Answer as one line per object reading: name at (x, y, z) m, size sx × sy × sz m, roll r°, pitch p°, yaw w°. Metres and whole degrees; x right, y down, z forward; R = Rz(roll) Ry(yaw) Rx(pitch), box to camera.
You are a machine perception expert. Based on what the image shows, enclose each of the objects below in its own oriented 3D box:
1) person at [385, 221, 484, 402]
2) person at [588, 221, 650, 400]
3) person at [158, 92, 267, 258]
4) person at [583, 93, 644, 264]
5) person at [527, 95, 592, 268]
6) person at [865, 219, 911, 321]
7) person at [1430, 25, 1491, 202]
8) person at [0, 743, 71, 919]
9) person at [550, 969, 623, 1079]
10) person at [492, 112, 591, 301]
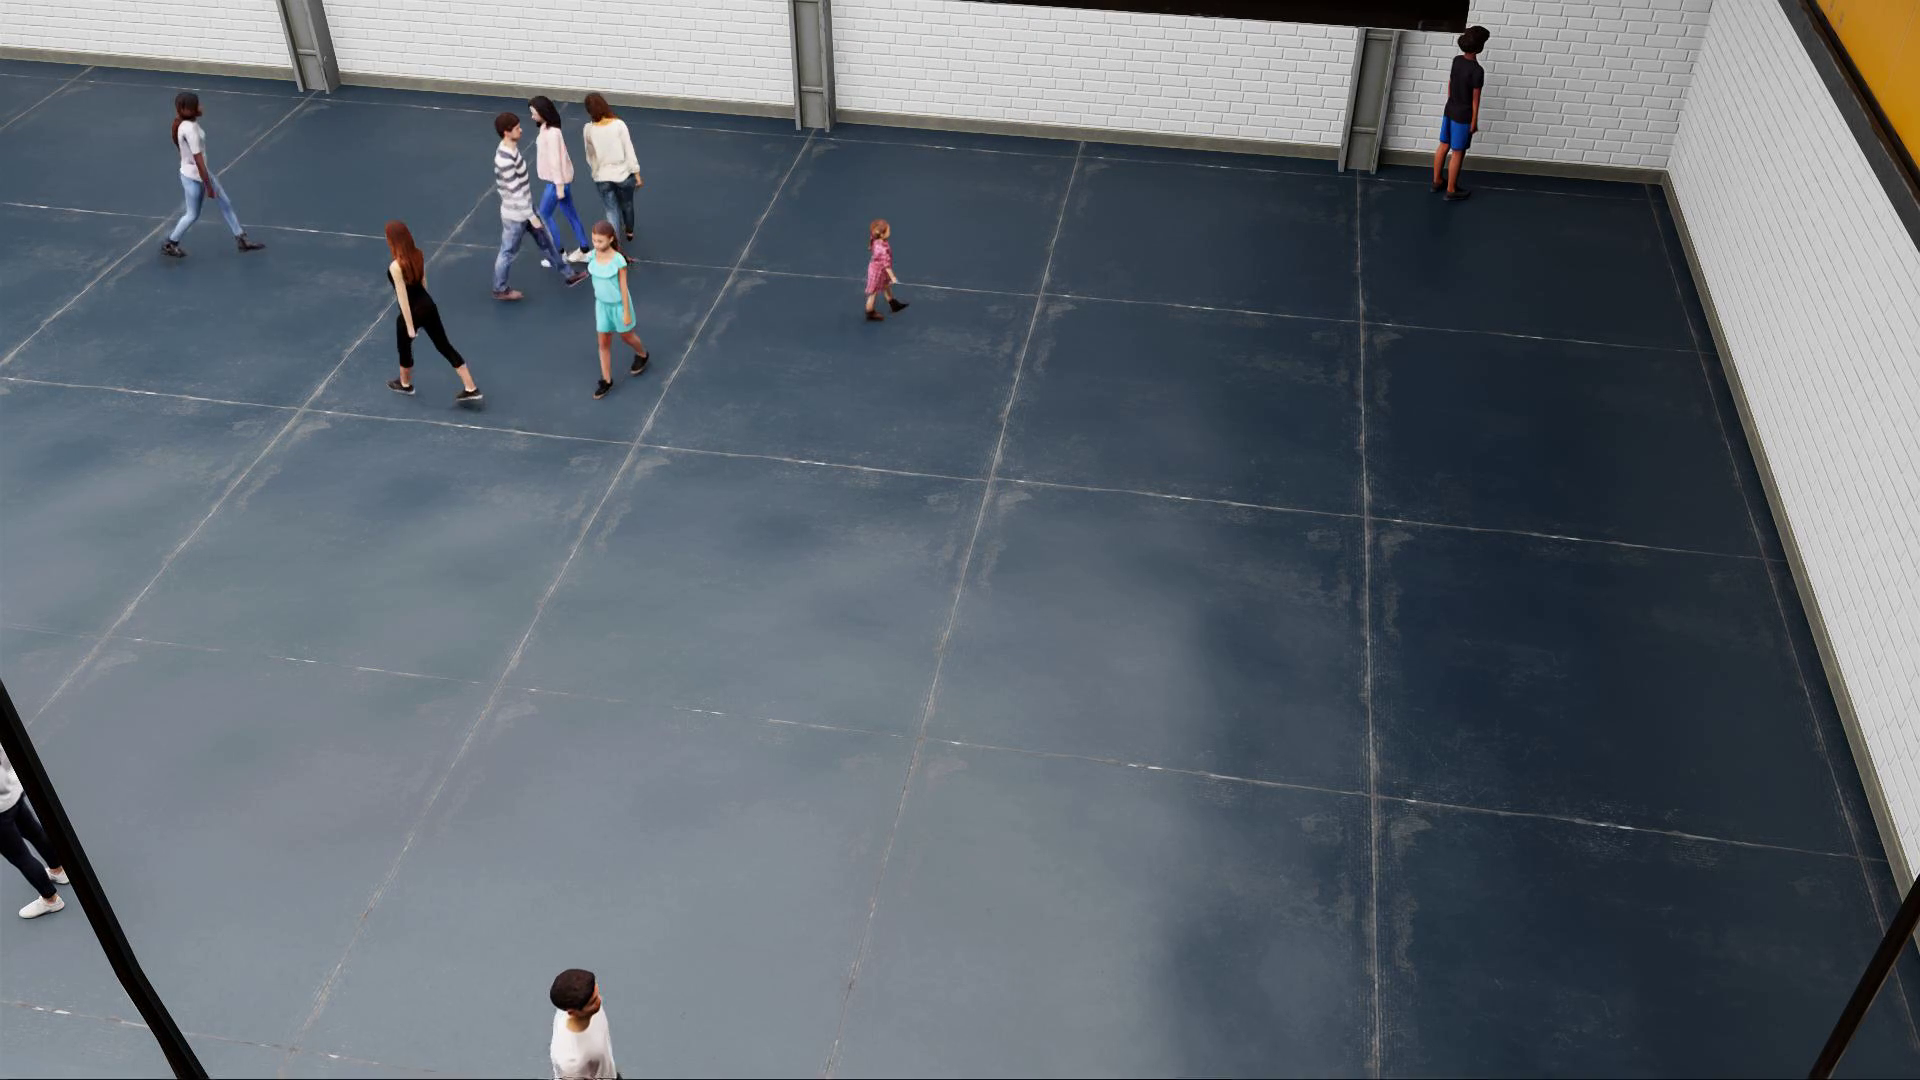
person at (-4.436, -1.852, 13.866) m, size 1.210 × 1.683 × 0.765 m, roll 14°, pitch 41°, yaw 17°
person at (-2.907, -2.033, 14.213) m, size 0.930 × 1.533 × 0.778 m, roll 17°, pitch 42°, yaw 20°
person at (-7.352, -3.411, 15.837) m, size 1.257 × 1.660 × 0.975 m, roll -12°, pitch 40°, yaw -15°
person at (-3.304, -3.393, 15.842) m, size 1.057 × 1.624 × 0.903 m, roll 0°, pitch 39°, yaw 0°
person at (-3.703, -3.389, 15.742) m, size 0.845 × 1.744 × 0.810 m, roll -5°, pitch 39°, yaw -6°
person at (-0.784, -2.447, 15.152) m, size 0.721 × 1.007 × 0.586 m, roll -9°, pitch 40°, yaw -11°
person at (5.077, -4.340, 16.887) m, size 0.748 × 1.800 × 0.711 m, roll -16°, pitch 41°, yaw -19°
person at (-5.563, 1.515, 9.636) m, size 0.678 × 1.700 × 0.696 m, roll -7°, pitch 39°, yaw -9°
person at (-1.914, 2.697, 8.171) m, size 1.104 × 1.682 × 0.731 m, roll 1°, pitch 39°, yaw 2°
person at (-4.133, -2.982, 15.188) m, size 1.233 × 1.799 × 0.848 m, roll -2°, pitch 39°, yaw -3°
